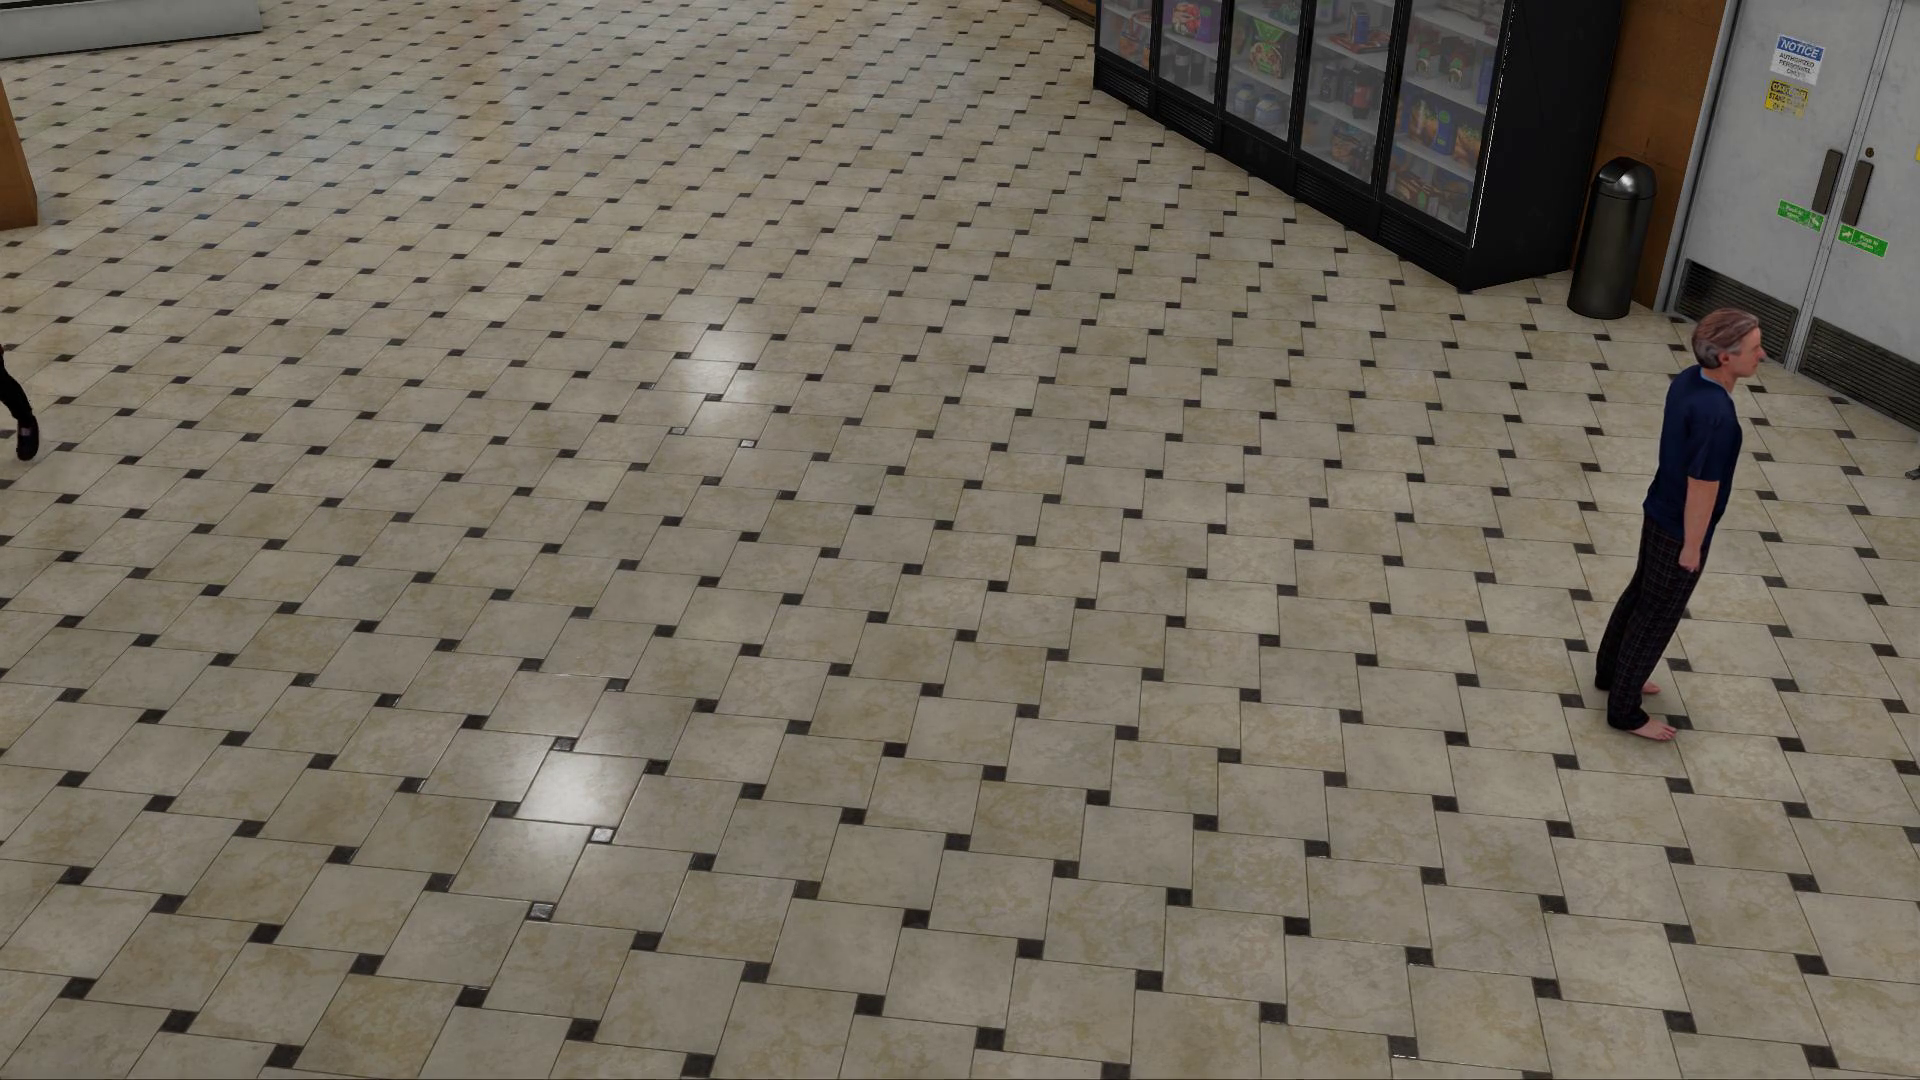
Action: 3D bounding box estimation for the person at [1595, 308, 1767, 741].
[{"bbox_3d":[2.913,-0.071,6.737,0.761,1.871,0.735,6,32,10],"label":"person"}]
